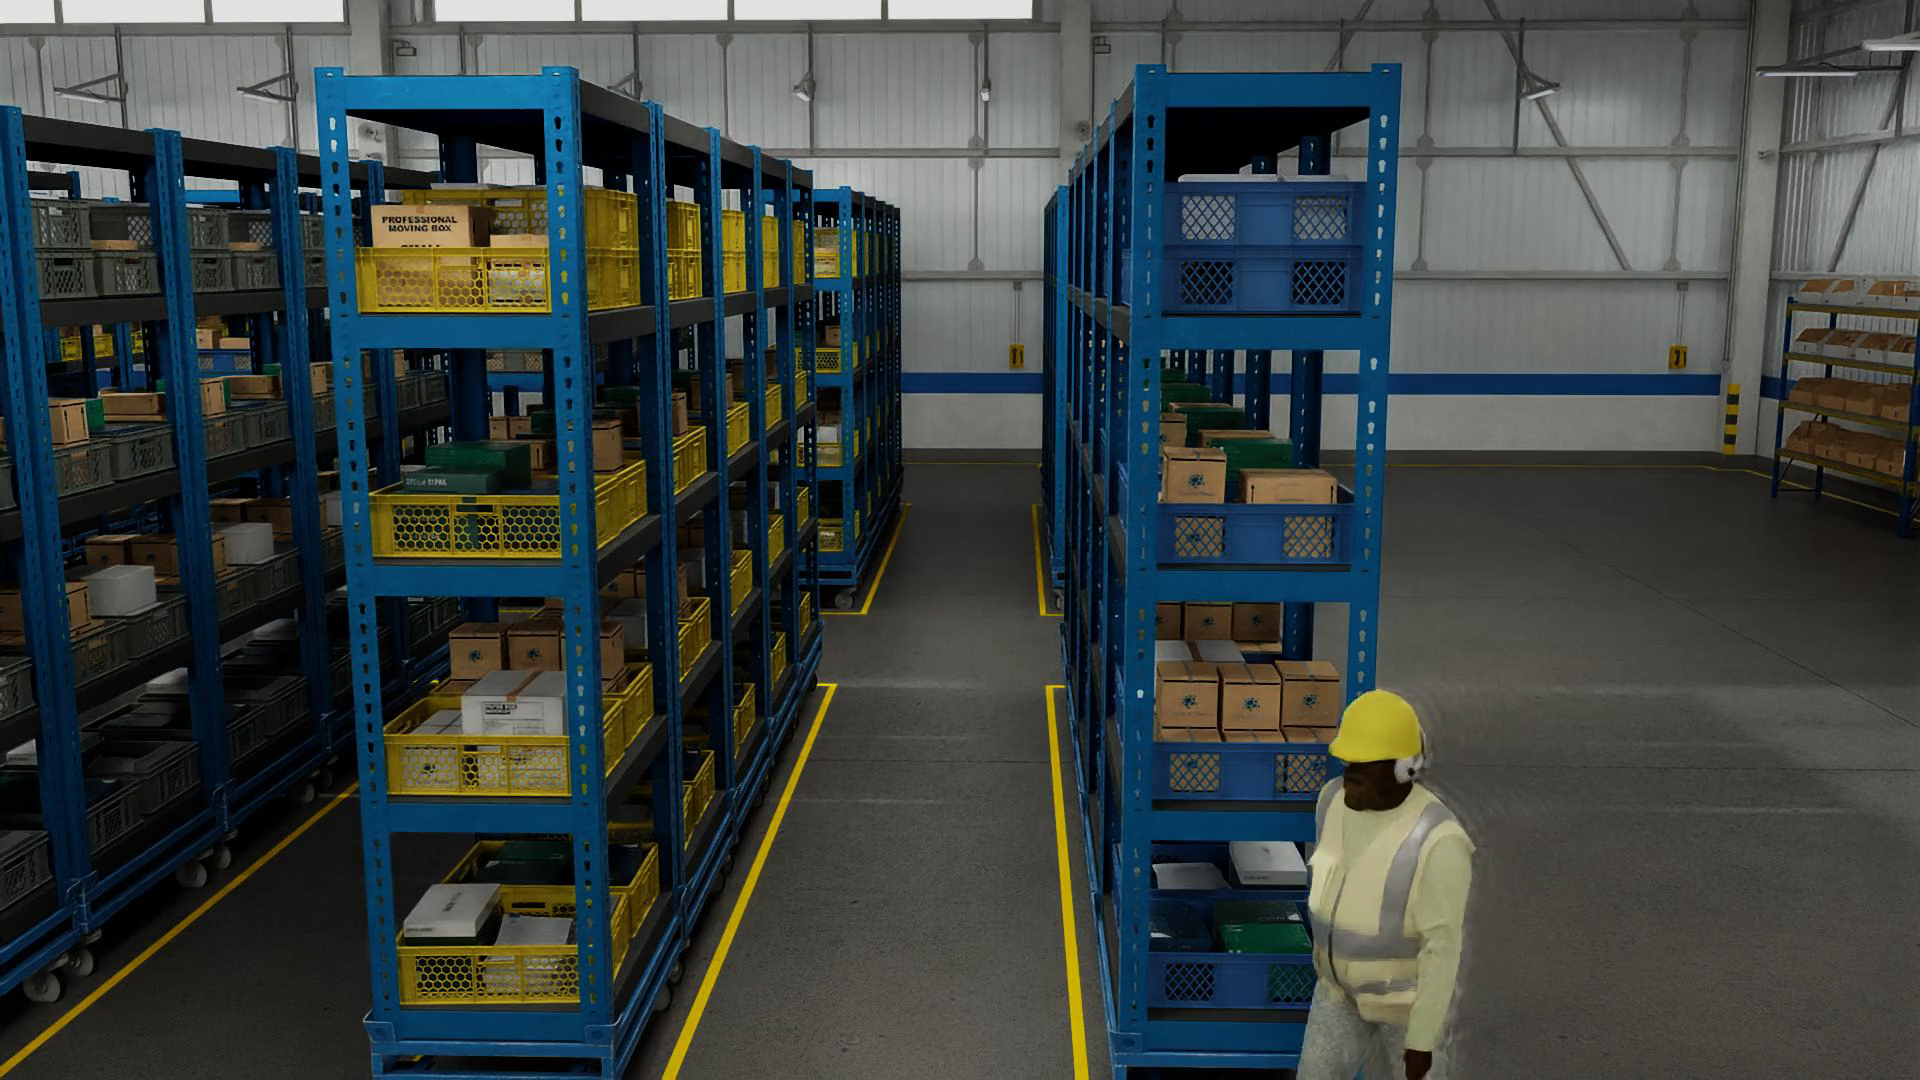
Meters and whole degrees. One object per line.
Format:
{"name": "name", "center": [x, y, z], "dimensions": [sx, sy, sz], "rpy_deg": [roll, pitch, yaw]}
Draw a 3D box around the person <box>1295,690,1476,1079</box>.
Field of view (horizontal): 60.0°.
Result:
{"name": "person", "center": [1.193, 1.318, 4.907], "dimensions": [0.934, 1.777, 0.615], "rpy_deg": [-6, 11, -32]}
